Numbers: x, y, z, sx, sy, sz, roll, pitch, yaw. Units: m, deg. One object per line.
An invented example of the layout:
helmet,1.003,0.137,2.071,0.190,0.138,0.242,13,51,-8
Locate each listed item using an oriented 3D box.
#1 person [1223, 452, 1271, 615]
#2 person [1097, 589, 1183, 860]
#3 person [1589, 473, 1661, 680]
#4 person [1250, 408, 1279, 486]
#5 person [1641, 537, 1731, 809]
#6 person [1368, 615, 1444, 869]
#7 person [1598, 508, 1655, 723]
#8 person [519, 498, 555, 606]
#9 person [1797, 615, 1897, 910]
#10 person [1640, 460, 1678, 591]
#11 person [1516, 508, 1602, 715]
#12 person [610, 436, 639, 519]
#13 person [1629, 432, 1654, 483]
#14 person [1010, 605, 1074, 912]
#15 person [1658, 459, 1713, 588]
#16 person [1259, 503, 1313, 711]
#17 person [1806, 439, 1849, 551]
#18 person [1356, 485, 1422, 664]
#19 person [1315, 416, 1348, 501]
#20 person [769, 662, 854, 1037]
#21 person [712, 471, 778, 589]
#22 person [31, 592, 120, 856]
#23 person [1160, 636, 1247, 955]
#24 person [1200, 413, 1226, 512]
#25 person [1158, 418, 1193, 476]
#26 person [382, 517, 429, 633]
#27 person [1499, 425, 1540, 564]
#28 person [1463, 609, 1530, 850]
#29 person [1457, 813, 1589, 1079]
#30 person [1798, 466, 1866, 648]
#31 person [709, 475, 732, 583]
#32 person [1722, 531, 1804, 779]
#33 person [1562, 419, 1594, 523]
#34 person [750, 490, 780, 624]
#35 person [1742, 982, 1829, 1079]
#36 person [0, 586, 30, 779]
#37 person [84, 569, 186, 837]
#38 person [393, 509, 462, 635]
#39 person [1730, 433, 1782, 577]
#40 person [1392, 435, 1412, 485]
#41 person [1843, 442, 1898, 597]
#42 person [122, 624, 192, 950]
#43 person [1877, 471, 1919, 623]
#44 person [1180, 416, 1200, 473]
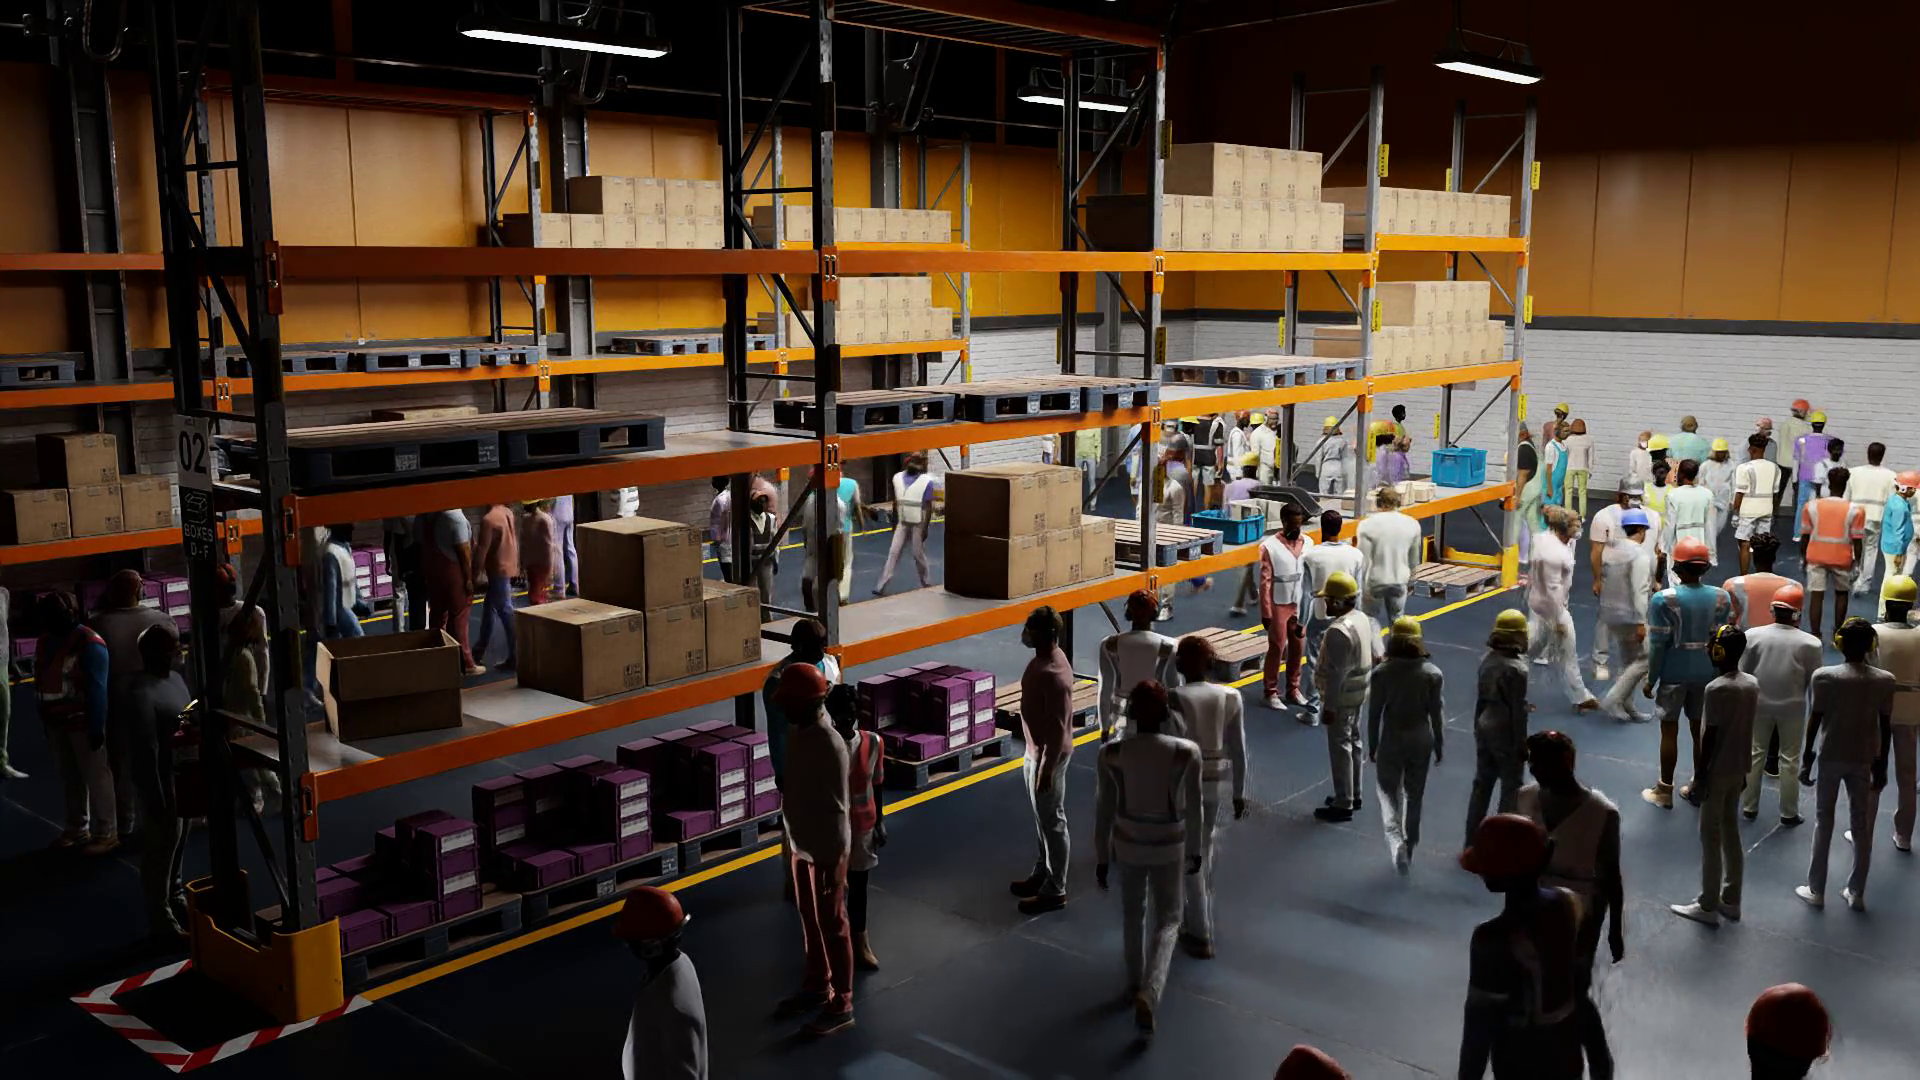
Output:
person,3.344,-0.085,19.326,0.598,1.871,1.029,7,12,34
person,1.216,1.258,11.261,0.578,1.880,0.348,3,10,16
person,6.489,0.357,16.153,0.686,2.000,0.538,-1,10,-4
person,4.639,-1.029,24.874,0.653,1.896,0.402,-5,11,-29
person,5.379,0.988,12.381,0.608,2.044,0.371,-1,10,-7
person,2.981,1.369,11.095,0.501,1.711,0.600,1,10,5
person,5.886,0.681,14.642,0.456,1.909,0.641,0,10,1
person,-4.471,0.274,17.527,0.391,1.740,0.566,-9,13,-42
person,5.572,1.401,10.468,0.506,1.861,0.312,1,10,8
person,8.437,-0.143,20.172,0.548,1.686,0.450,2,10,14
person,5.368,0.651,14.843,1.017,1.884,0.638,5,11,28
person,-4.270,-0.401,21.153,0.355,1.883,0.572,0,10,0
person,10.079,-0.803,24.423,0.506,1.586,0.833,4,10,23
person,0.526,1.361,10.466,0.372,1.940,0.630,-1,10,-6
person,7.952,0.064,18.259,0.592,1.922,0.392,-4,10,-20
person,2.955,0.600,15.118,0.598,1.906,0.404,-6,11,-30
person,11.984,-0.578,22.924,0.537,1.652,0.895,-1,10,-9
person,4.144,0.427,16.144,0.673,1.911,0.775,0,10,0
person,5.607,-1.003,25.187,0.484,1.738,0.321,-1,10,-6
person,-0.788,1.618,8.812,0.414,1.986,0.637,-5,11,-29
person,-2.446,0.017,18.663,0.703,1.880,0.798,7,12,36
person,-6.097,1.254,11.436,0.624,1.835,0.431,5,11,27
person,1.366,1.482,9.987,0.609,1.848,0.841,-3,10,-15
person,4.031,-1.324,26.519,0.387,1.931,0.543,-2,10,-10
person,2.897,-0.822,23.193,0.679,2.000,0.535,2,10,11
person,-5.830,0.219,17.597,0.502,1.840,0.346,-3,10,-17
person,7.488,-0.611,22.325,0.591,1.913,0.394,-5,11,-28
person,3.681,1.329,11.290,0.374,1.726,0.499,-3,10,-19
person,2.180,2.007,6.420,0.655,2.003,0.513,-9,13,-42
person,9.150,0.186,17.462,0.619,1.943,0.716,6,11,34
person,-2.774,-0.021,19.426,0.316,1.700,0.540,-1,10,-6
person,6.301,0.906,13.141,0.602,1.957,0.385,2,10,14
person,9.592,-1.072,25.895,0.508,1.632,0.272,1,10,8
person,-2.179,0.270,17.898,0.514,1.634,0.313,-6,11,-34
person,2.453,2.271,5.136,0.550,1.902,0.745,4,10,22
person,-7.519,0.991,12.886,0.313,1.869,0.532,3,10,15
person,-5.851,1.150,11.817,0.654,1.906,0.408,-4,10,-25
person,-5.449,0.202,17.076,0.681,2.000,0.535,-4,10,-22
person,9.839,-0.343,20.599,0.598,1.958,0.376,-3,10,-15
person,6.197,-0.668,23.503,0.313,1.631,0.525,3,10,20
person,11.019,-0.247,20.200,0.618,1.897,0.730,4,10,22
person,-4.722,1.453,9.914,0.372,1.940,0.631,-1,10,-8
person,10.550,0.083,18.699,0.355,1.737,0.573,4,11,25
person,3.281,-0.940,24.267,0.395,1.918,0.586,3,10,20
